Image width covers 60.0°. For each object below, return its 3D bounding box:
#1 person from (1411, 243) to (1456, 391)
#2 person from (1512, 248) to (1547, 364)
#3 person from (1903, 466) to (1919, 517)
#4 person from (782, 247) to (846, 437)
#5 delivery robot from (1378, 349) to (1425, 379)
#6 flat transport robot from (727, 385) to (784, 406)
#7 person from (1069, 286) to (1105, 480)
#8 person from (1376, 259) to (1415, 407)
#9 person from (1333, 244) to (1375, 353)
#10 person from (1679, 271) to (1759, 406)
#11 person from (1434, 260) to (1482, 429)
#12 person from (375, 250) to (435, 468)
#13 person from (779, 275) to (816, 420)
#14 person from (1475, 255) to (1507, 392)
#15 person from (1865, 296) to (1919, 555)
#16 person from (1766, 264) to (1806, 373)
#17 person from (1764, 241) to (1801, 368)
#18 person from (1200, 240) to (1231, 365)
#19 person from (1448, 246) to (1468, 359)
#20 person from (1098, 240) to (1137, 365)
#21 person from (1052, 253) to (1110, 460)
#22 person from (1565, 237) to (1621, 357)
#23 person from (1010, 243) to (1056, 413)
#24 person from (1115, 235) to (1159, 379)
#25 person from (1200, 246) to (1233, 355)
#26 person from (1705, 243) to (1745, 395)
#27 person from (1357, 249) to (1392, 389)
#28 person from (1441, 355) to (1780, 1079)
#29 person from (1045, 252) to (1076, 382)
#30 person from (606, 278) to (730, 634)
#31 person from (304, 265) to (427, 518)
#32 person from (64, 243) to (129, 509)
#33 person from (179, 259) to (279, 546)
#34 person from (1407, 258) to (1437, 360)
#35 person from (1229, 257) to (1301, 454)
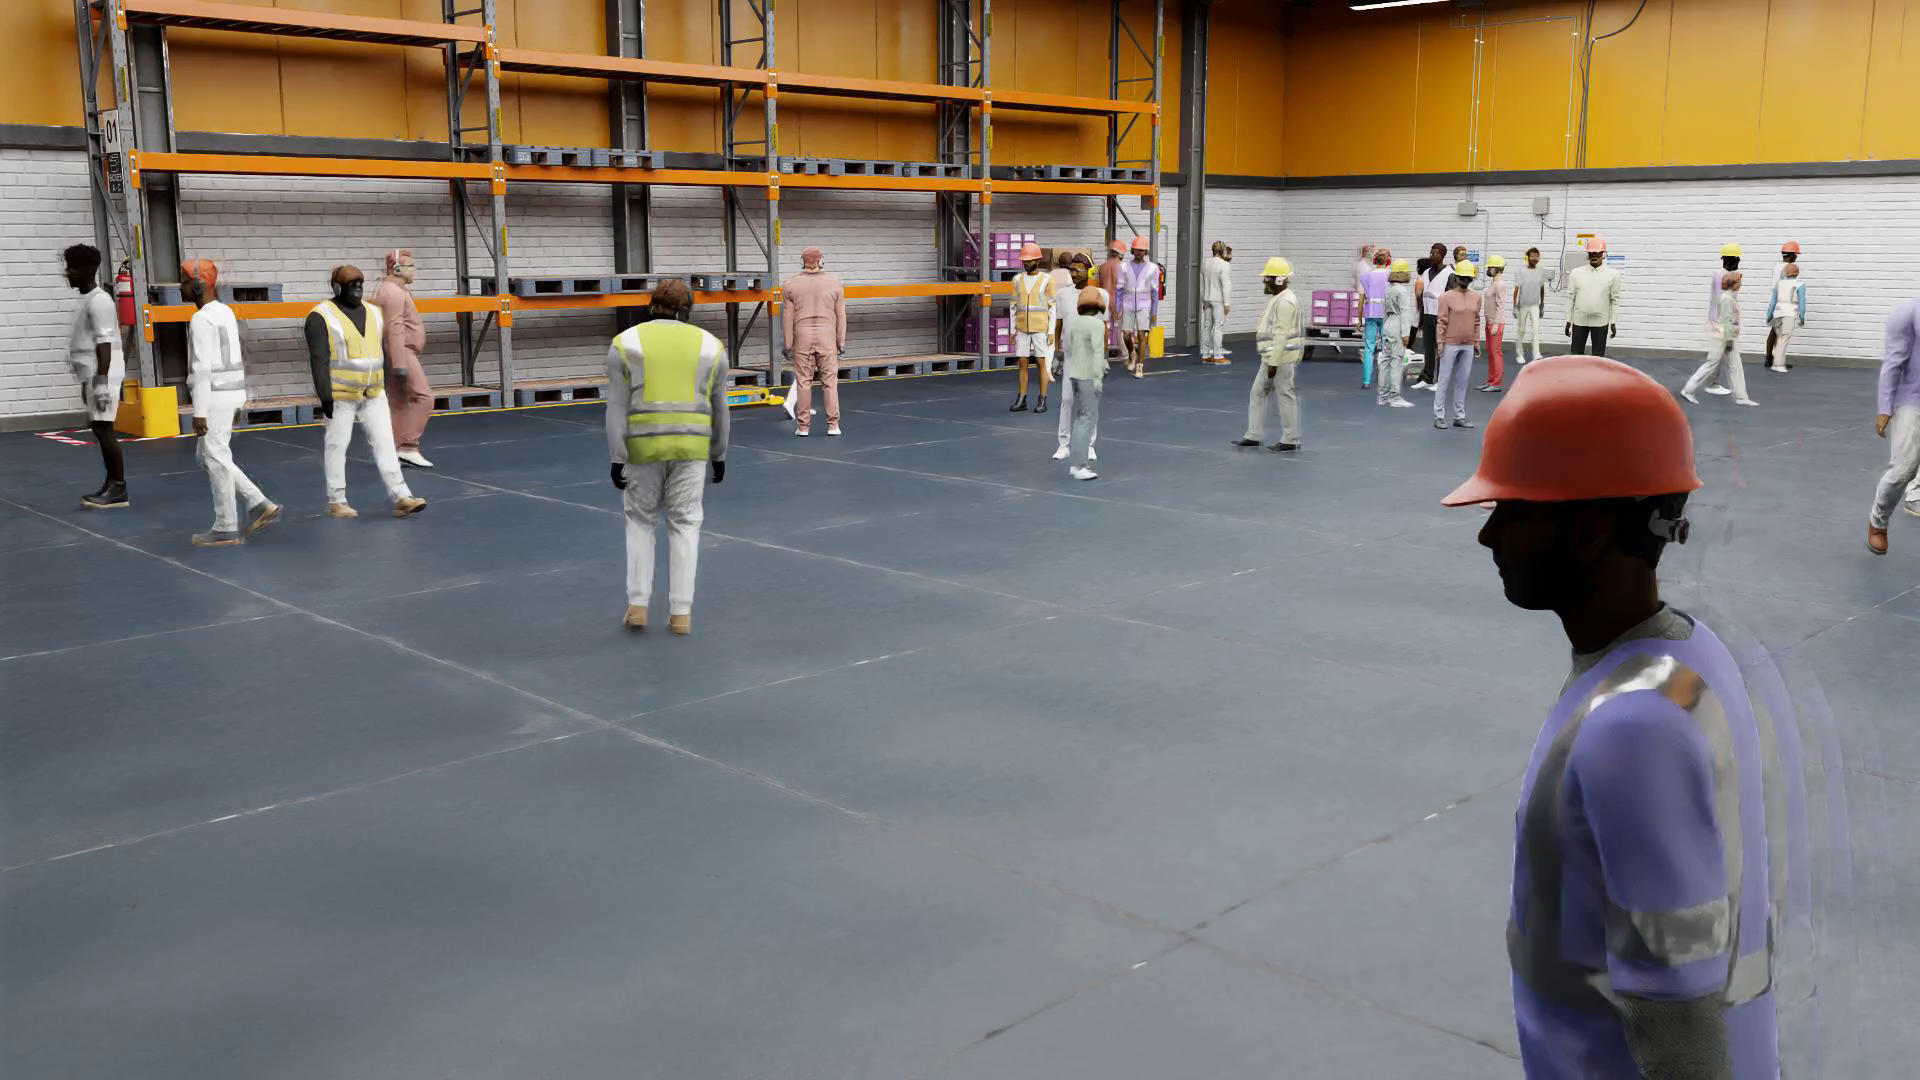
[{"bbox_3d":[6.241,-2.919,21.790,0.392,1.922,0.590,-5,11,-25],"label":"person"},{"bbox_3d":[8.906,-3.639,25.974,0.550,1.819,0.987,0,10,2],"label":"person"},{"bbox_3d":[7.127,-1.104,11.990,0.574,1.884,0.358,-3,11,-16],"label":"person"},{"bbox_3d":[-1.465,-1.985,16.752,0.639,1.902,0.407,-1,10,-6],"label":"person"},{"bbox_3d":[6.012,-2.439,22.643,0.477,0.478,0.707,-4,11,-20],"label":"delivery robot"},{"bbox_3d":[-2.823,-1.666,19.459,0.652,0.197,1.431,10,14,44],"label":"flat transport robot"},{"bbox_3d":[1.080,-1.321,13.959,0.381,1.601,0.672,-4,11,-21],"label":"person"},{"bbox_3d":[5.200,-2.448,19.750,0.360,1.735,0.532,-3,11,-14],"label":"person"},{"bbox_3d":[6.752,-4.036,28.009,0.856,1.879,0.651,1,10,4],"label":"person"},{"bbox_3d":[9.110,-2.409,19.890,0.855,1.602,0.520,7,12,34],"label":"person"},{"bbox_3d":[5.235,-2.042,17.433,0.530,1.765,0.326,-3,11,-17],"label":"person"},{"bbox_3d":[-4.771,-1.555,14.412,0.508,1.892,0.670,-5,11,-23],"label":"person"},{"bbox_3d":[-1.793,-2.145,18.443,0.511,1.605,0.791,5,12,26],"label":"person"},{"bbox_3d":[6.910,-2.802,21.575,0.310,1.769,0.525,1,10,4],"label":"person"},{"bbox_3d":[5.896,-0.779,10.097,0.680,1.926,0.605,0,10,0],"label":"person"},{"bbox_3d":[12.296,-3.302,24.757,0.593,1.600,0.561,-5,11,-23],"label":"person"},{"bbox_3d":[12.582,-3.581,25.384,0.388,1.929,0.546,0,10,2],"label":"person"},{"bbox_3d":[4.013,-3.721,26.114,0.366,1.938,0.630,-6,12,-31],"label":"person"},{"bbox_3d":[8.110,-3.865,27.153,0.508,1.847,0.345,-6,12,-28],"label":"person"},{"bbox_3d":[2.381,-3.663,25.794,0.622,1.942,1.023,8,13,37],"label":"person"},{"bbox_3d":[1.092,-1.647,15.013,0.521,1.864,0.335,2,11,12],"label":"person"},{"bbox_3d":[7.563,-2.617,19.937,0.608,1.996,0.380,5,11,25],"label":"person"},{"bbox_3d":[0.816,-2.418,19.018,0.551,1.932,0.376,5,11,24],"label":"person"},{"bbox_3d":[2.526,-3.318,23.683,0.626,2.023,0.585,2,11,11],"label":"person"},{"bbox_3d":[4.373,-4.040,28.167,0.580,1.828,0.507,1,10,5],"label":"person"},{"bbox_3d":[9.756,-2.820,21.233,0.373,1.924,0.594,6,12,29],"label":"person"},{"bbox_3d":[5.516,-2.898,21.878,0.570,1.845,0.380,3,11,18],"label":"person"},{"bbox_3d":[0.953,0.717,2.093,0.997,1.891,0.569,5,12,27],"label":"person"},{"bbox_3d":[1.413,-3.093,23.080,0.636,1.801,0.950,7,12,32],"label":"person"},{"bbox_3d":[-1.481,-0.427,8.524,0.645,1.805,0.510,-3,11,-16],"label":"person"},{"bbox_3d":[-4.241,-1.036,11.824,0.751,1.818,0.657,7,13,34],"label":"person"},{"bbox_3d":[-6.428,-1.212,12.396,0.367,1.957,0.633,-6,12,-31],"label":"person"},{"bbox_3d":[-4.818,-0.881,10.801,0.449,1.871,0.601,-2,11,-10],"label":"person"},{"bbox_3d":[7.548,-3.756,27.081,0.534,1.640,0.917,-7,12,-32],"label":"person"},{"bbox_3d":[2.815,-1.695,15.399,0.732,1.809,0.620,0,10,1],"label":"person"}]
